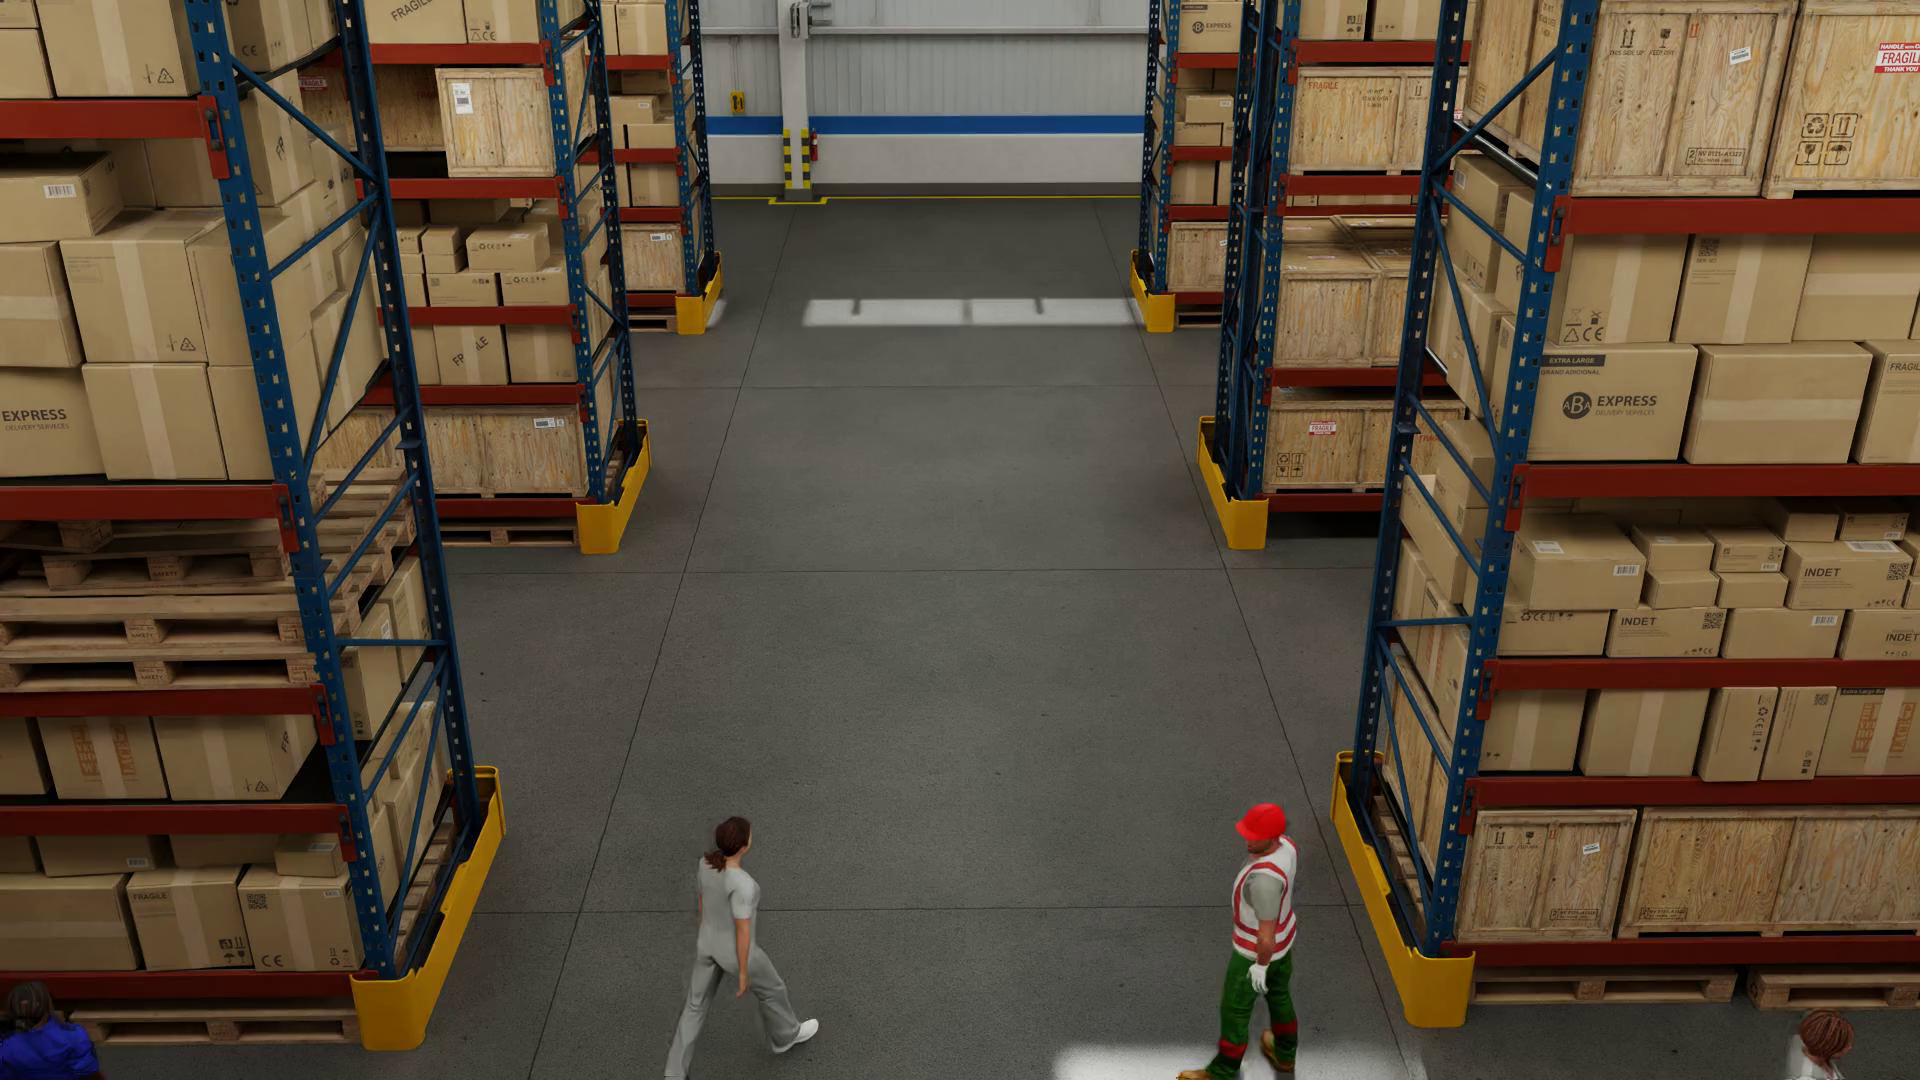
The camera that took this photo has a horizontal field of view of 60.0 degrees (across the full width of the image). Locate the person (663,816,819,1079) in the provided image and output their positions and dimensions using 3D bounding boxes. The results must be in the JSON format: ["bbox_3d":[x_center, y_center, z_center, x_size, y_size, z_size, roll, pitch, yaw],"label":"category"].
[{"bbox_3d":[-1.282,2.259,9.213,0.478,1.622,0.957,18,31,34],"label":"person"}]

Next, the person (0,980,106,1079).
[{"bbox_3d":[-4.322,2.789,8.019,0.460,1.653,0.641,-8,26,-16],"label":"person"}]

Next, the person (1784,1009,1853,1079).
[{"bbox_3d":[3.910,2.865,7.913,0.468,1.598,0.426,13,28,26],"label":"person"}]

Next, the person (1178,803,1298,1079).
[{"bbox_3d":[1.610,2.193,9.112,0.546,1.779,0.669,13,28,26],"label":"person"}]
